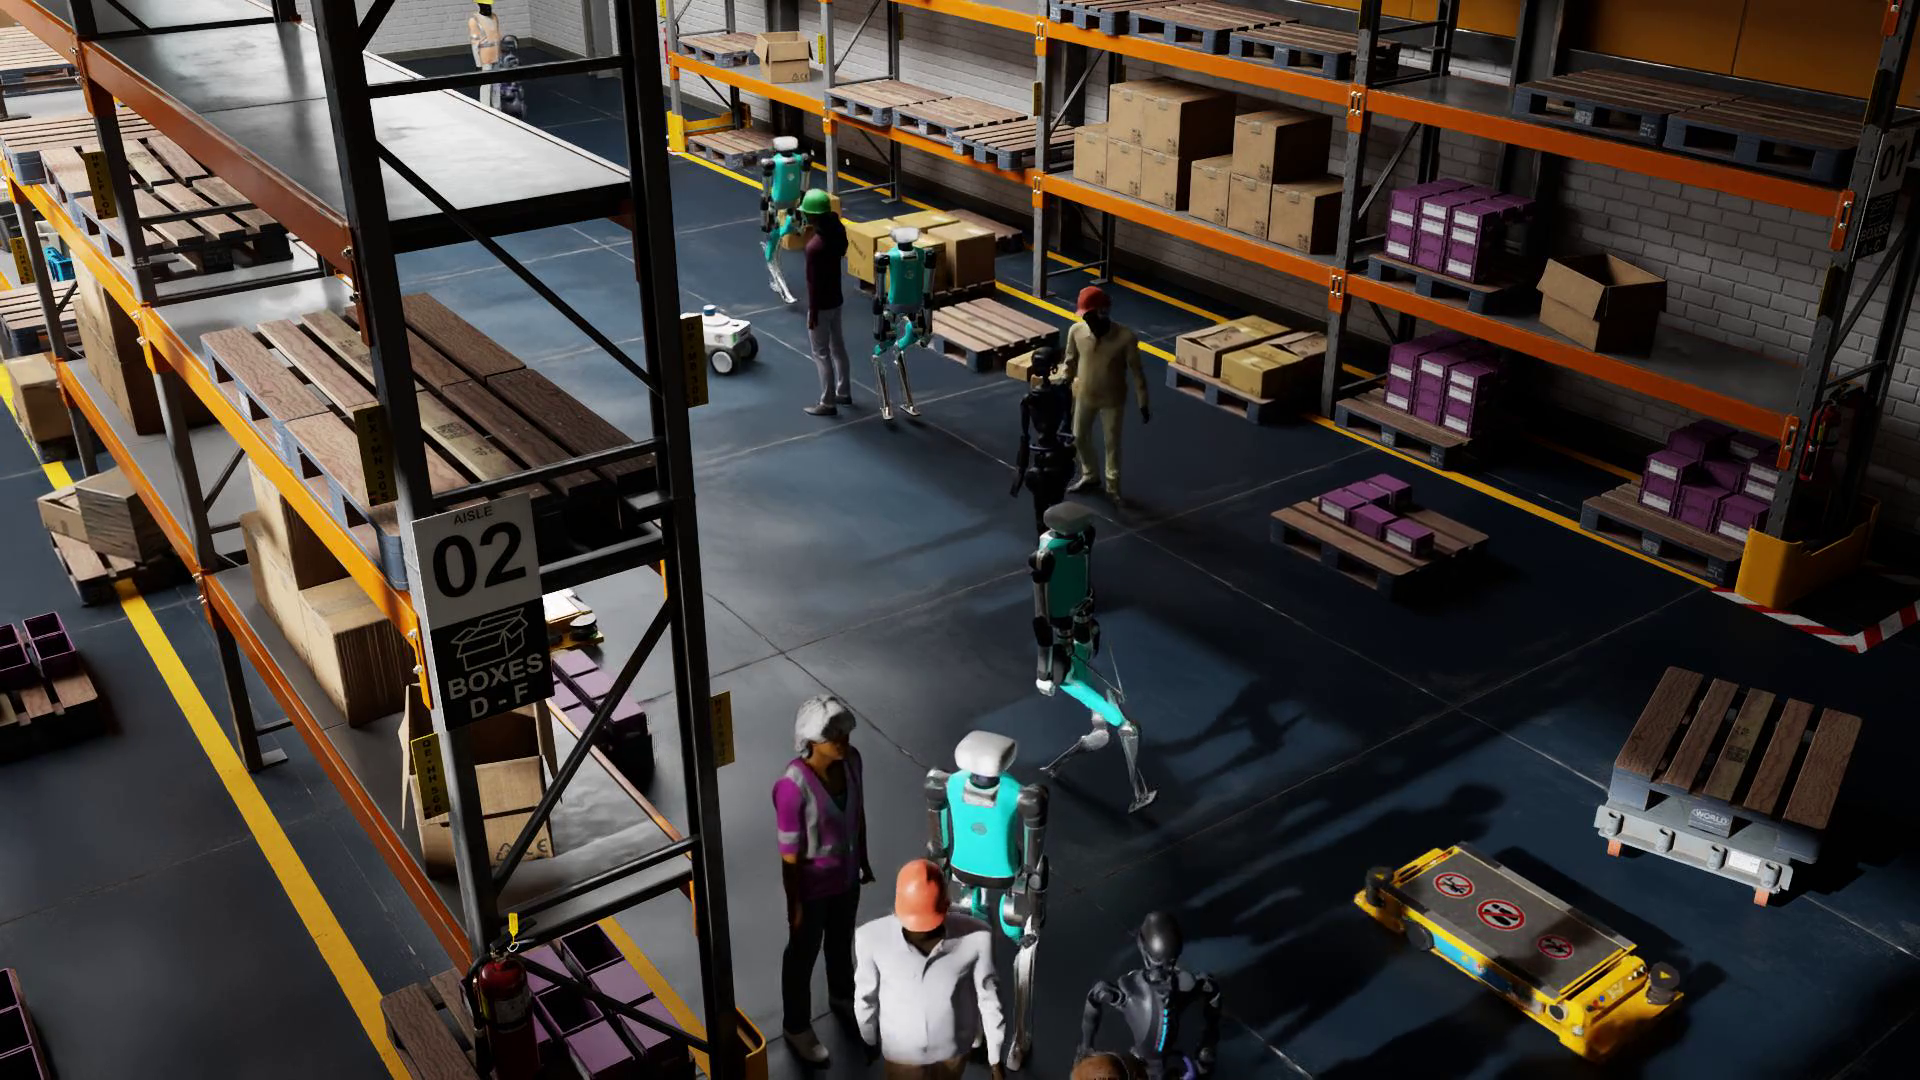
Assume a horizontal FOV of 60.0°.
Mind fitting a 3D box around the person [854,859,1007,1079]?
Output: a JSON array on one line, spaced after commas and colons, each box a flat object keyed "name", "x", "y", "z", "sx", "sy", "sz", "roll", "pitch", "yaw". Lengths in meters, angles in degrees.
[{"name": "person", "x": -0.109, "y": 1.981, "z": 6.428, "sx": 0.579, "sy": 1.710, "sz": 0.856, "roll": -3, "pitch": 27, "yaw": -5}]

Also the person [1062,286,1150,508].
[{"name": "person", "x": 1.099, "y": -1.068, "z": 12.491, "sx": 0.720, "sy": 1.730, "sz": 0.375, "roll": 12, "pitch": 29, "yaw": 22}]

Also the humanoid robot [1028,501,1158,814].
[{"name": "humanoid robot", "x": 0.816, "y": 0.705, "z": 9.011, "sx": 0.998, "sy": 1.783, "sz": 0.532, "roll": 17, "pitch": 31, "yaw": 30}]

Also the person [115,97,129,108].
[{"name": "person", "x": -10.291, "y": -5.112, "z": 20.250, "sx": 0.401, "sy": 1.986, "sz": 0.610, "roll": 10, "pitch": 28, "yaw": 18}]

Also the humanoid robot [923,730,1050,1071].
[{"name": "humanoid robot", "x": 0.170, "y": 1.521, "z": 7.328, "sx": 0.532, "sy": 1.793, "sz": 0.699, "roll": 7, "pitch": 28, "yaw": 14}]

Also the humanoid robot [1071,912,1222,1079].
[{"name": "humanoid robot", "x": 0.676, "y": 2.082, "z": 6.275, "sx": 0.590, "sy": 1.656, "sz": 0.337, "roll": -5, "pitch": 27, "yaw": -9}]

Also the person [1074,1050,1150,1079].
[{"name": "person", "x": 0.294, "y": 2.409, "z": 5.497, "sx": 0.767, "sy": 1.802, "sz": 0.456, "roll": 5, "pitch": 27, "yaw": 9}]

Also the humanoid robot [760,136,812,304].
[{"name": "humanoid robot", "x": -1.846, "y": -3.255, "z": 16.820, "sx": 0.549, "sy": 1.734, "sz": 0.947, "roll": -15, "pitch": 30, "yaw": -27}]

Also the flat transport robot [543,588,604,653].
[{"name": "flat transport robot", "x": -2.993, "y": 0.430, "z": 11.133, "sx": 0.659, "sy": 0.231, "sz": 1.431, "roll": -18, "pitch": 32, "yaw": -31}]

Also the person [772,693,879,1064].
[{"name": "person", "x": -0.591, "y": 1.468, "z": 7.325, "sx": 0.341, "sy": 1.839, "sz": 0.506, "roll": 21, "pitch": 34, "yaw": 36}]

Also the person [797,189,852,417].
[{"name": "person", "x": -1.153, "y": -2.014, "z": 14.134, "sx": 0.431, "sy": 1.943, "sz": 0.489, "roll": 10, "pitch": 28, "yaw": 19}]

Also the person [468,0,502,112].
[{"name": "person", "x": -6.747, "y": -6.916, "z": 23.899, "sx": 0.379, "sy": 1.924, "sz": 0.592, "roll": 11, "pitch": 29, "yaw": 21}]

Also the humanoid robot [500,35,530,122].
[{"name": "humanoid robot", "x": -5.906, "y": -5.899, "z": 22.188, "sx": 0.740, "sy": 1.625, "sz": 0.604, "roll": -16, "pitch": 31, "yaw": -28}]

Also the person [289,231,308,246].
[{"name": "person", "x": -6.361, "y": -2.662, "z": 15.770, "sx": 0.287, "sy": 1.629, "sz": 0.498, "roll": 13, "pitch": 30, "yaw": 25}]

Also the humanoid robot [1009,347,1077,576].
[{"name": "humanoid robot", "x": 0.599, "y": -0.536, "z": 11.476, "sx": 0.334, "sy": 1.655, "sz": 0.589, "roll": 20, "pitch": 33, "yaw": 35}]

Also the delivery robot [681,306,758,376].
[{"name": "delivery robot", "x": -2.264, "y": -1.858, "z": 15.387, "sx": 0.786, "sy": 0.614, "sz": 0.524, "roll": 9, "pitch": 28, "yaw": 18}]

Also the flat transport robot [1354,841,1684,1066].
[{"name": "flat transport robot", "x": 2.696, "y": 1.952, "z": 8.104, "sx": 0.659, "sy": 0.231, "sz": 1.431, "roll": -19, "pitch": 32, "yaw": -33}]

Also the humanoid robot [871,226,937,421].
[{"name": "humanoid robot", "x": -0.532, "y": -1.856, "z": 13.897, "sx": 0.533, "sy": 1.676, "sz": 0.735, "roll": -10, "pitch": 28, "yaw": -18}]
